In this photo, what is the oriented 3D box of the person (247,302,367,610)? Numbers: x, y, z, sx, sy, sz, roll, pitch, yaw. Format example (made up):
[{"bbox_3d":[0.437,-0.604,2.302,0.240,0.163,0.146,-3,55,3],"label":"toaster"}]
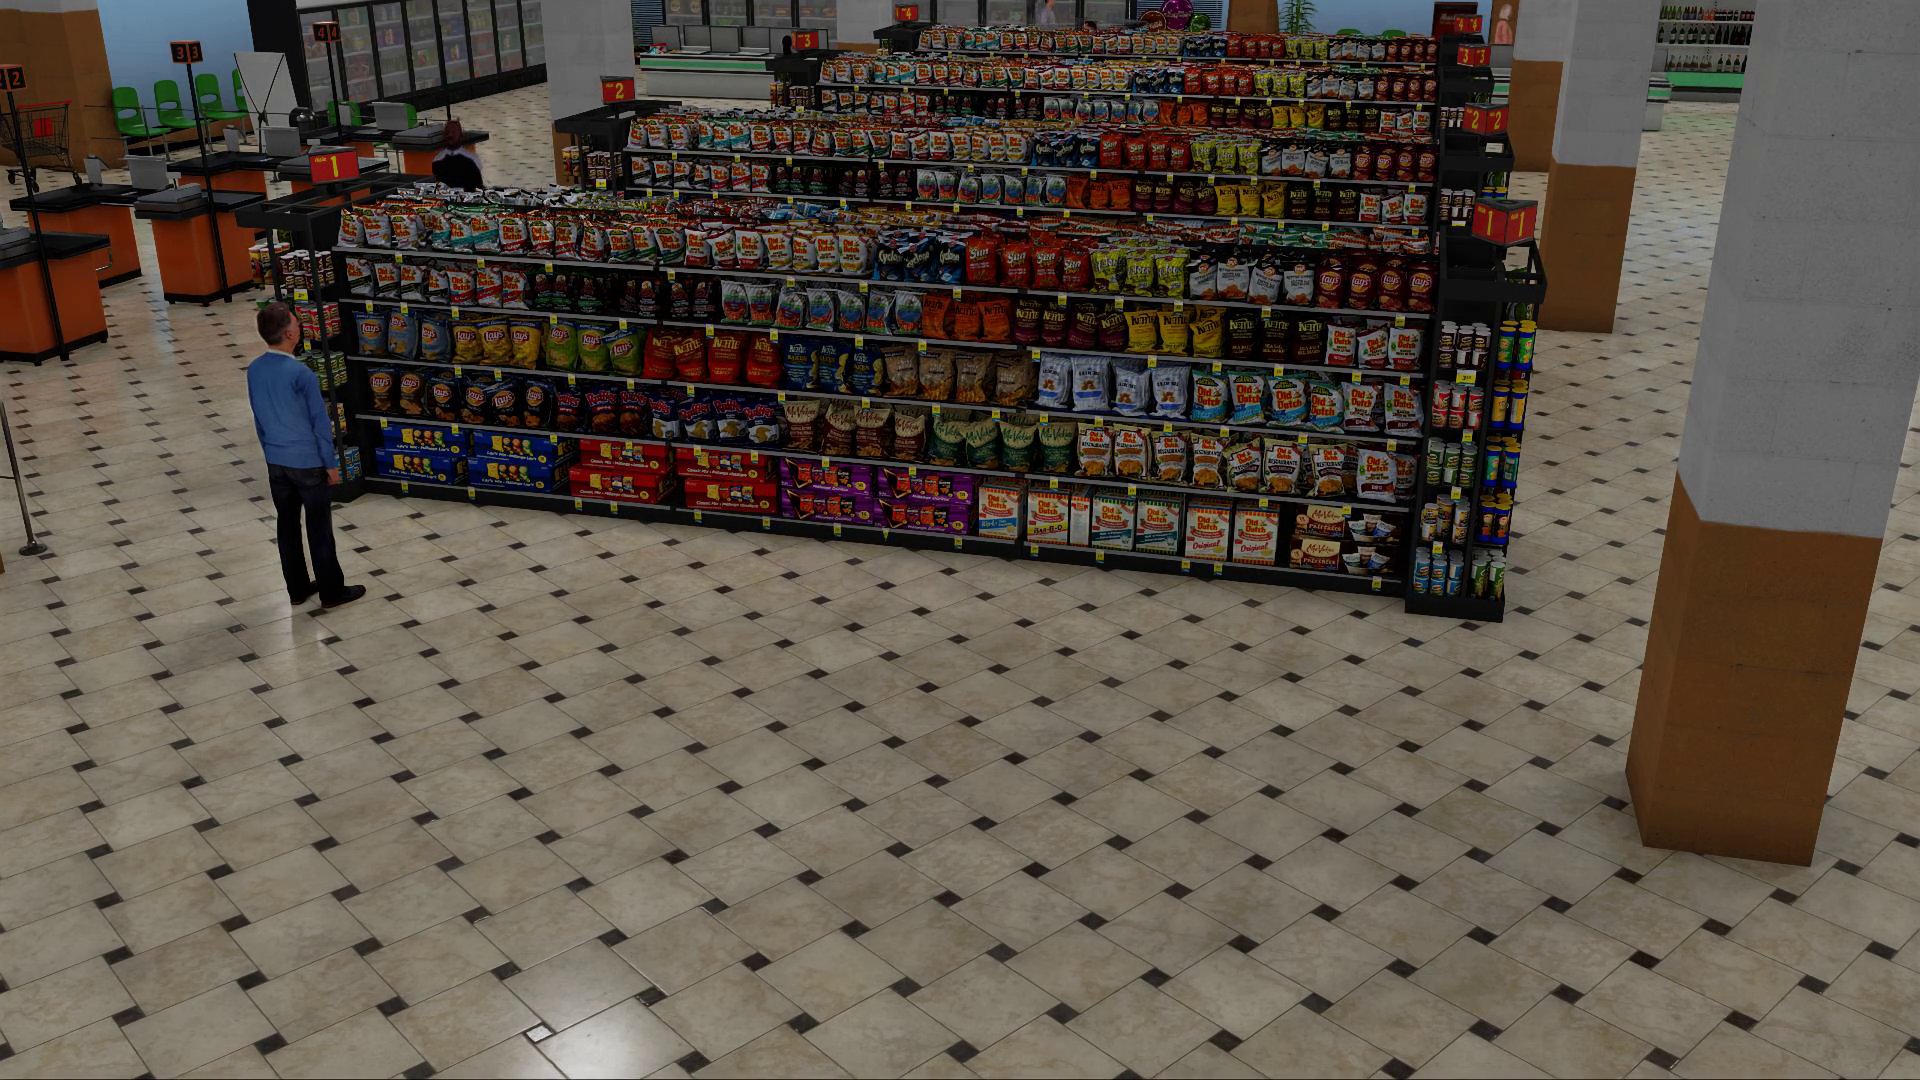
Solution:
[{"bbox_3d":[-3.841,-0.484,9.631,0.532,1.820,0.728,8,23,19],"label":"person"}]

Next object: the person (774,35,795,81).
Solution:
[{"bbox_3d":[-2.706,-7.132,26.367,0.633,1.678,0.758,-1,22,-3],"label":"person"}]

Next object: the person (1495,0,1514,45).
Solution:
[{"bbox_3d":[10.367,-9.373,31.882,0.574,1.724,0.638,2,22,5],"label":"person"}]

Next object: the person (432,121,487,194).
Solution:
[{"bbox_3d":[-4.916,-3.255,16.556,1.061,1.799,0.847,2,22,5],"label":"person"}]
